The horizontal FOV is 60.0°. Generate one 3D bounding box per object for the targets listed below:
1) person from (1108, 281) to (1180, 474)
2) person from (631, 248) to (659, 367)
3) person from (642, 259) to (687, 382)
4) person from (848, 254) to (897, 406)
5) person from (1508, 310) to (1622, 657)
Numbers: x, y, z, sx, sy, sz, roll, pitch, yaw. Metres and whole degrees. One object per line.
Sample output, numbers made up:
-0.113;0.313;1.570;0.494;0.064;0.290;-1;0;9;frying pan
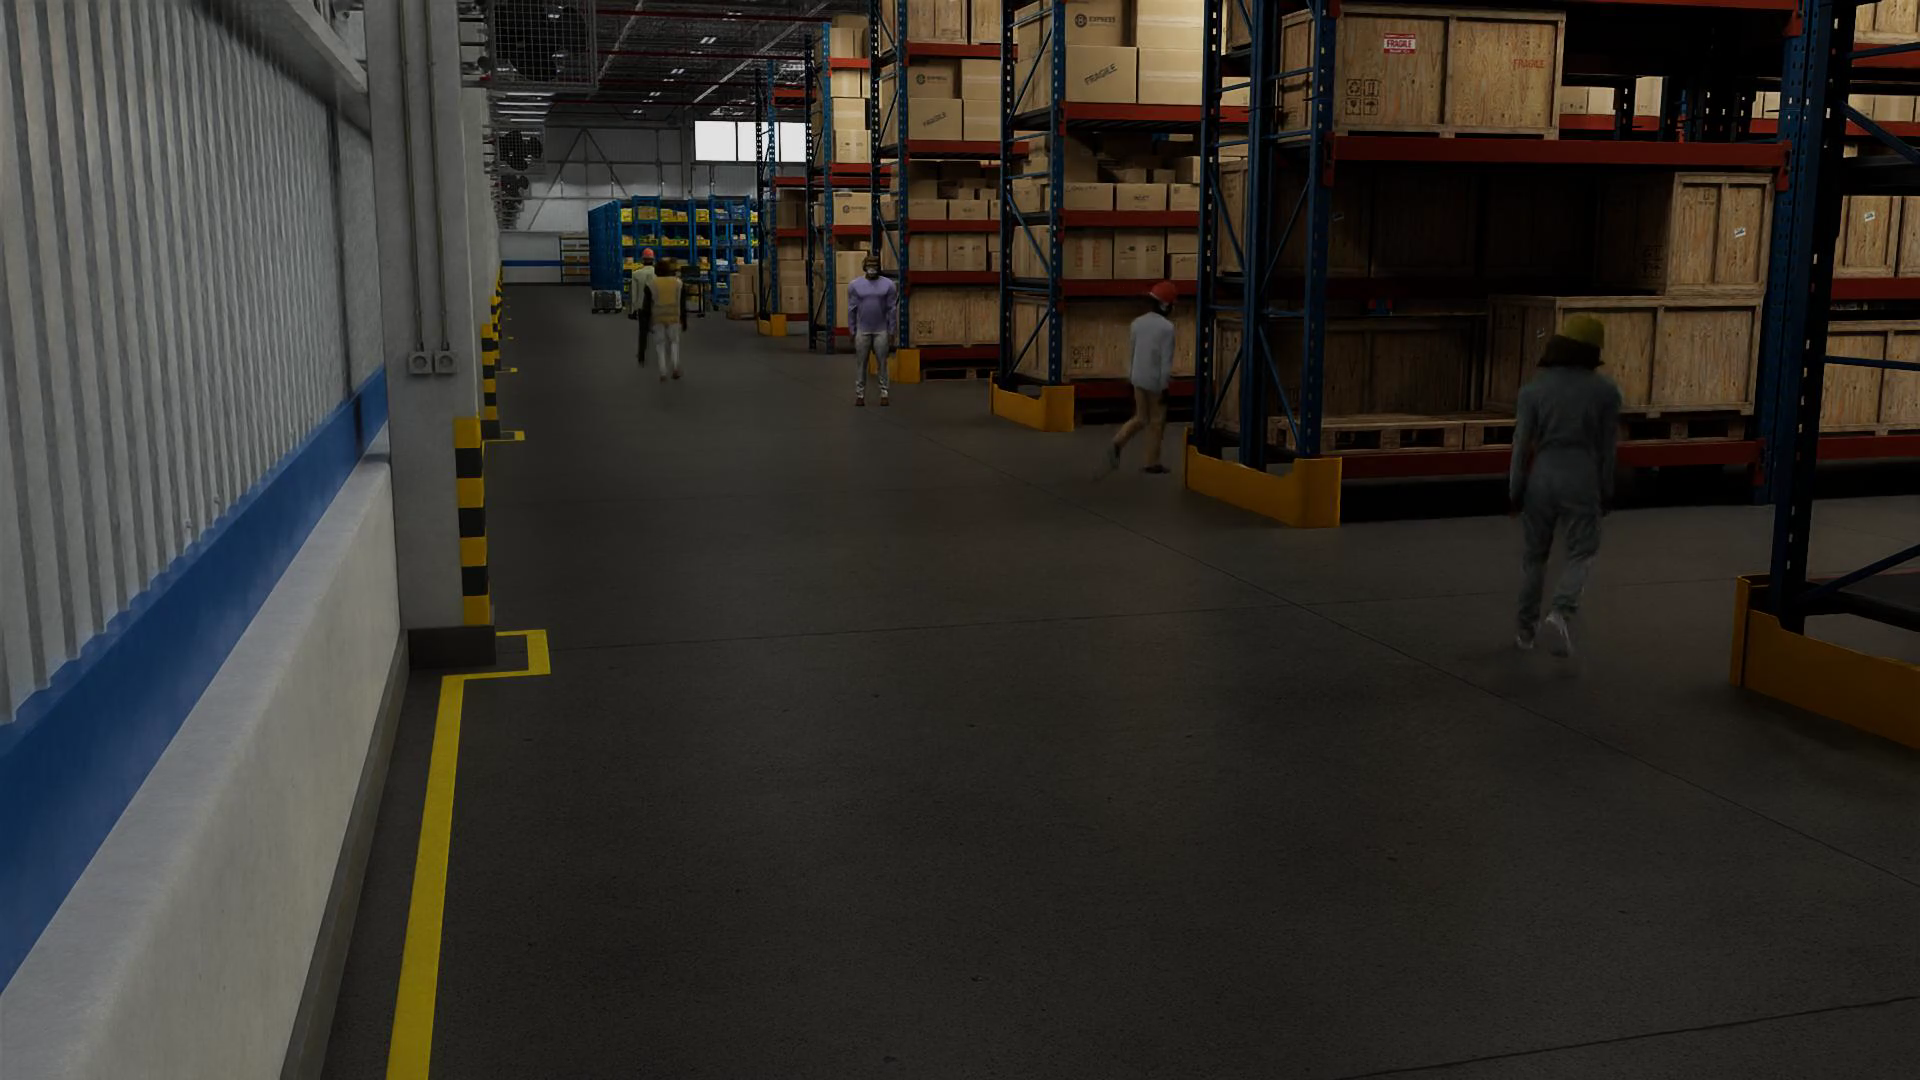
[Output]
1.628;-1.407;14.630;0.598;1.718;0.574;-7;12;-33;person
-5.216;-3.896;28.012;0.634;1.984;0.399;-2;10;-11;person
-4.464;-3.298;25.037;0.658;1.821;0.633;-4;11;-24;person
-1.106;-2.653;21.107;0.627;1.932;0.366;0;10;-1;person
2.926;-0.258;8.106;0.508;1.715;0.631;5;11;26;person
